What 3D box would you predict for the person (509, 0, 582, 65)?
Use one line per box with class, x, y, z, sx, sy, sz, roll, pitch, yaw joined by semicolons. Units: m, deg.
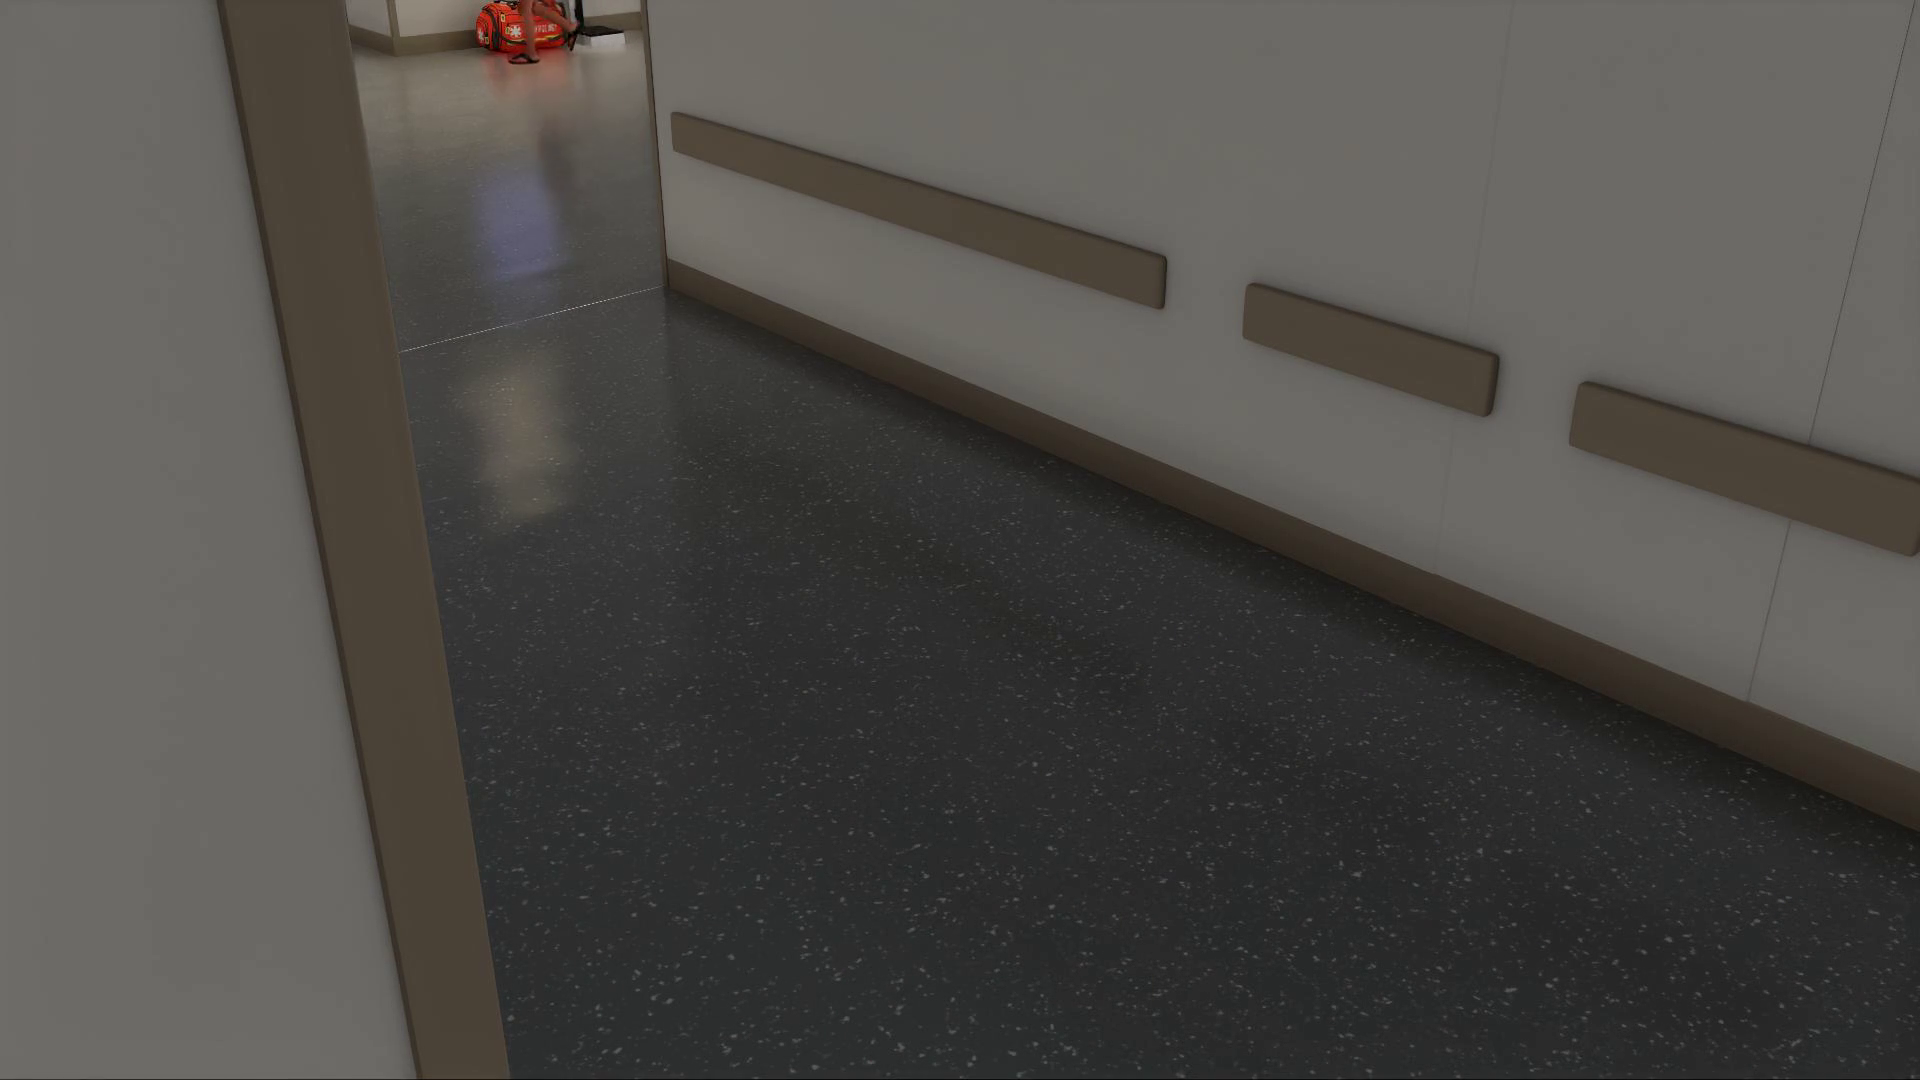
person;-3.508;-4.770;13.842;0.932;1.539;0.620;-15;30;-28
